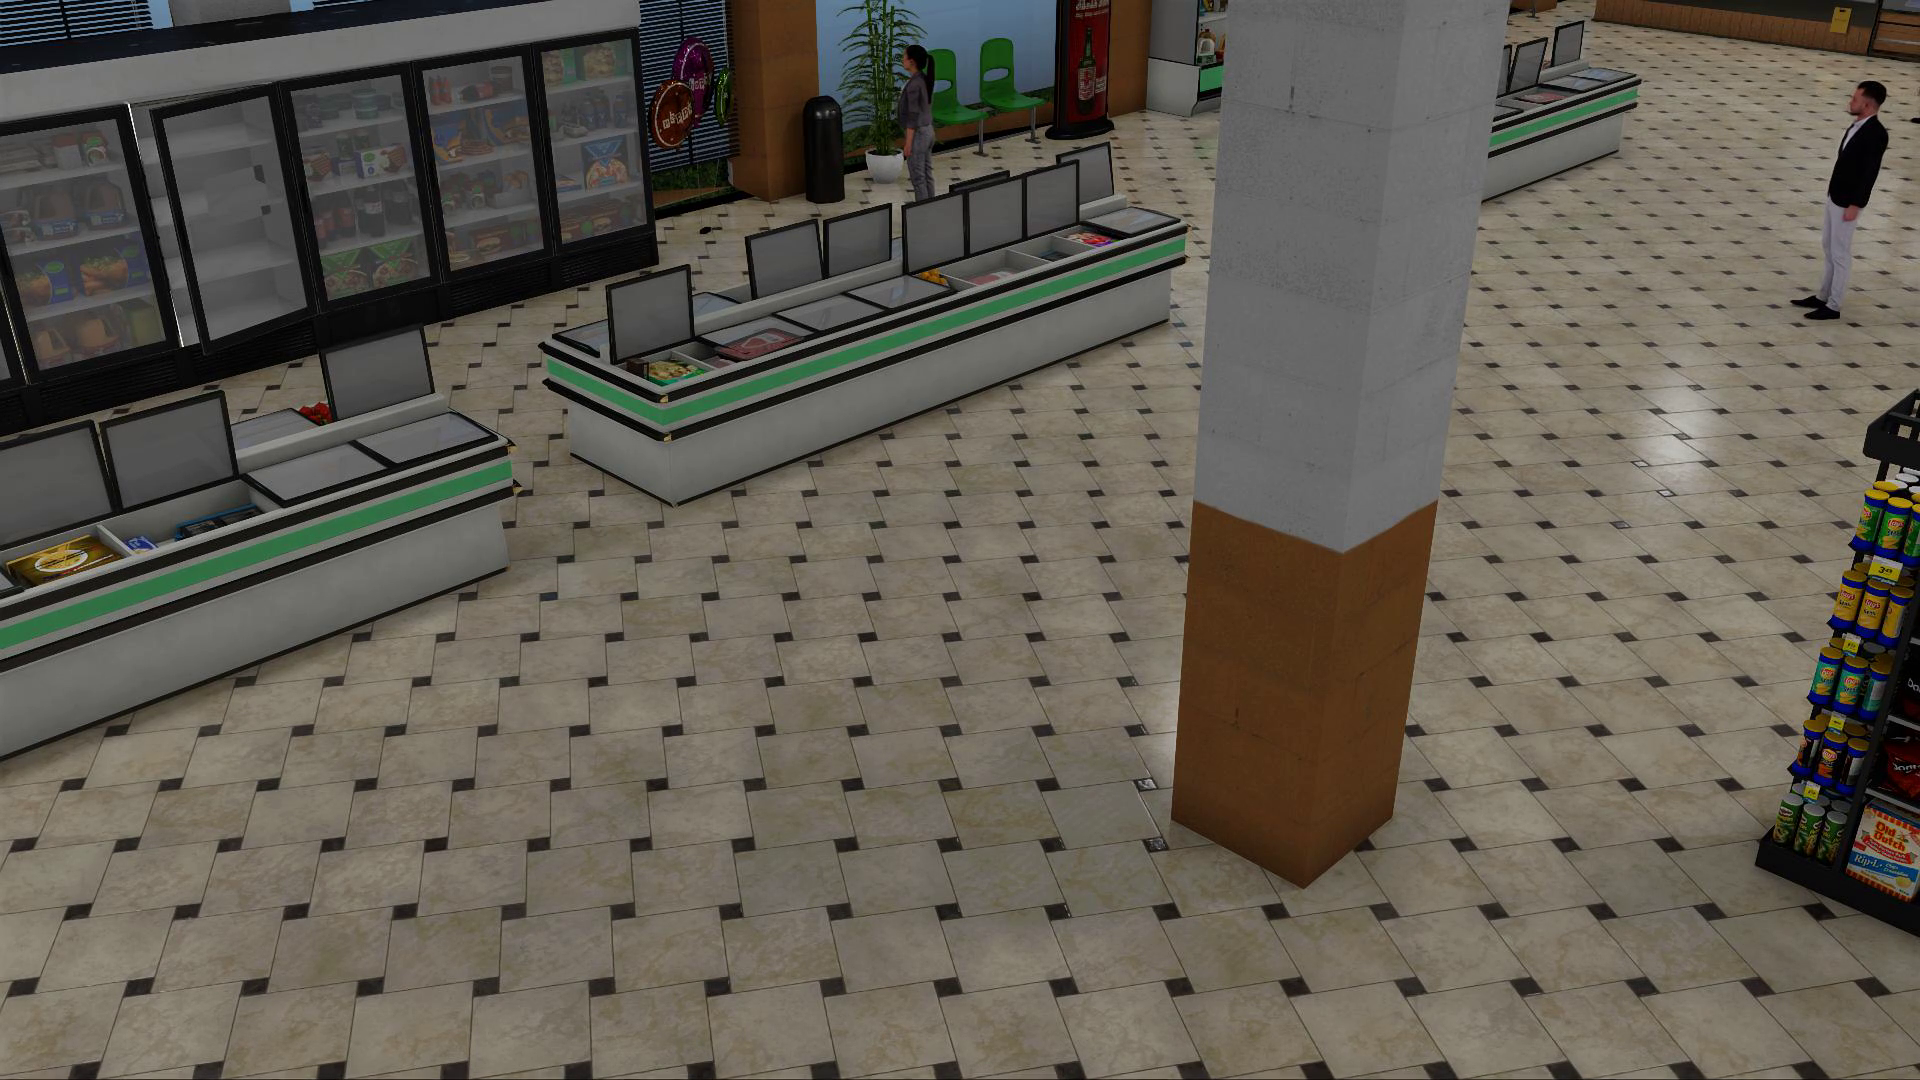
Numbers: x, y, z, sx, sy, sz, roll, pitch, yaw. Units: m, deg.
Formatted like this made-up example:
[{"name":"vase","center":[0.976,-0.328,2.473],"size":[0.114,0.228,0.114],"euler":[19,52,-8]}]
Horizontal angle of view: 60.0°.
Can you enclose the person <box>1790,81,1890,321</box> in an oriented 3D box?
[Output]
[{"name":"person","center":[6.883,-2.623,12.870],"size":[0.800,1.838,0.691],"euler":[5,27,10]}]

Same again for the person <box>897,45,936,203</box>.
[{"name":"person","center":[-0.371,-3.599,14.972],"size":[0.770,1.677,0.659],"euler":[9,28,16]}]
